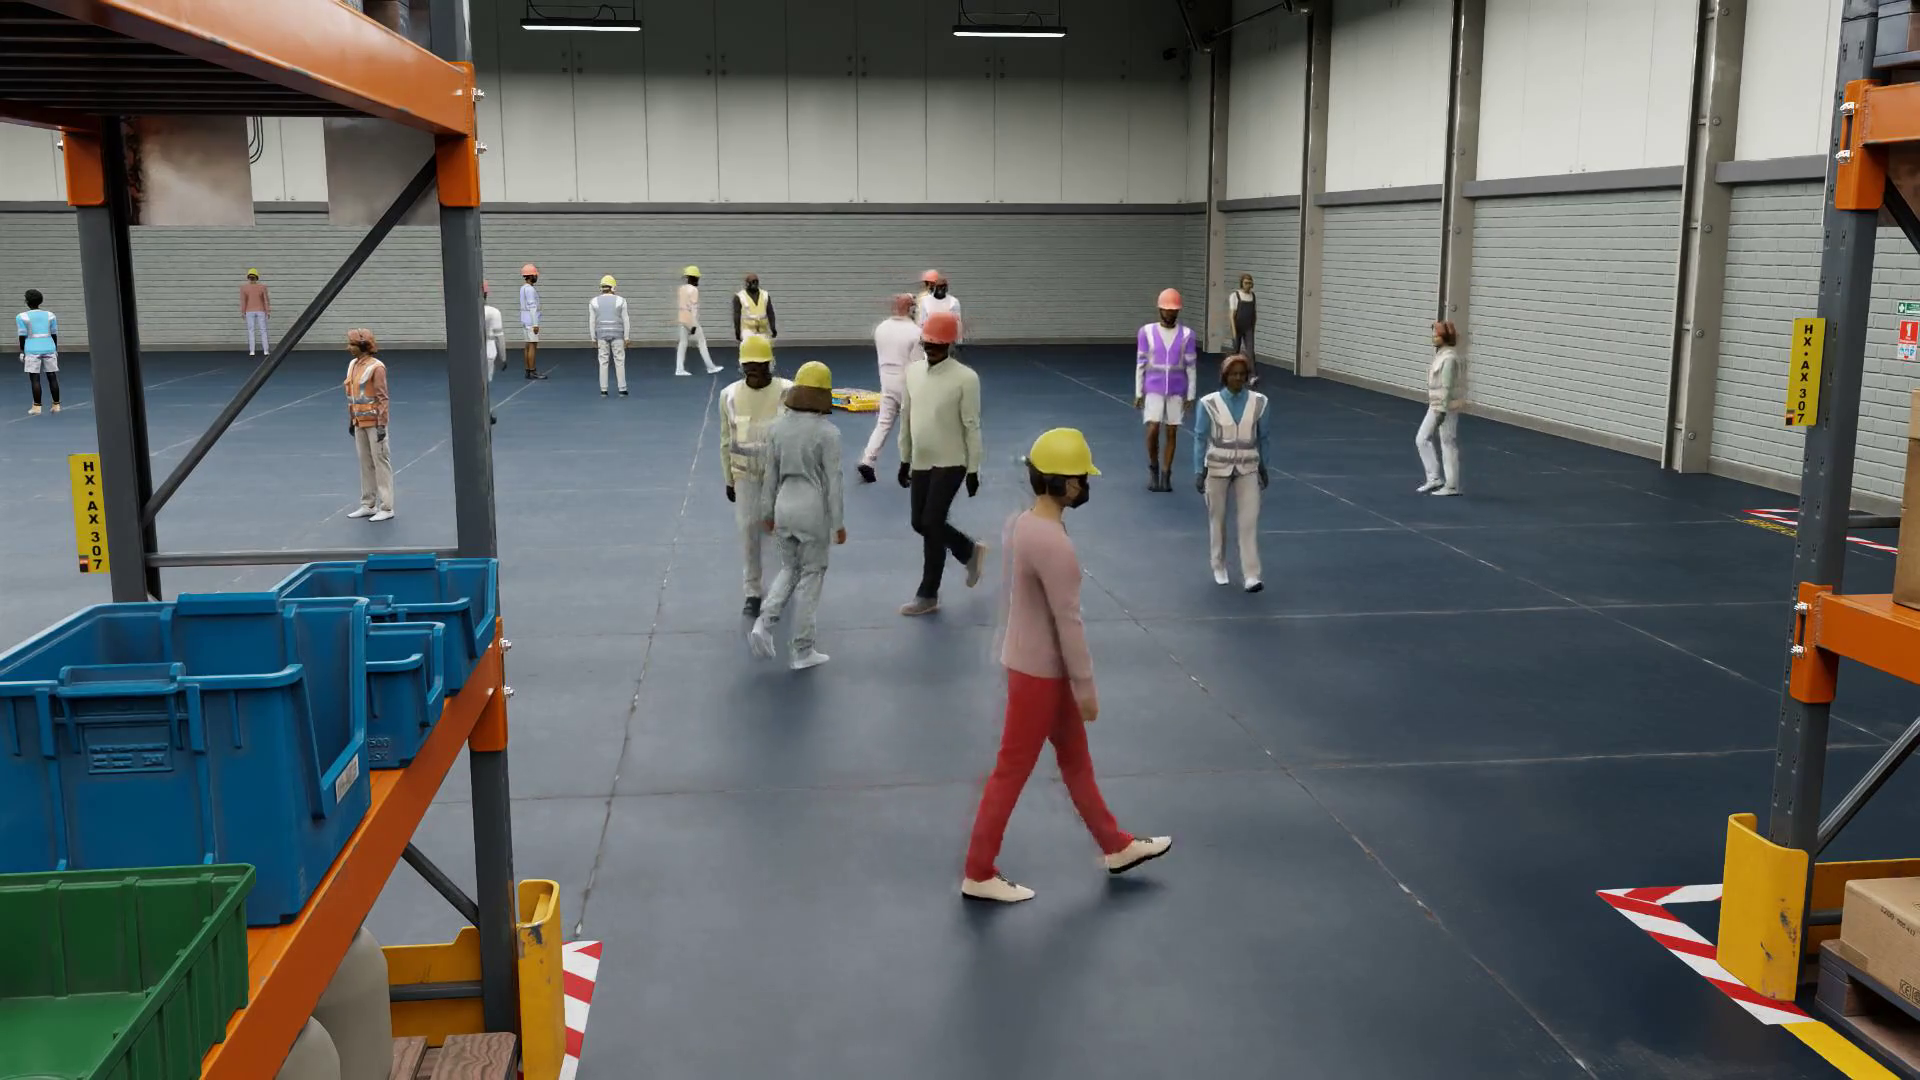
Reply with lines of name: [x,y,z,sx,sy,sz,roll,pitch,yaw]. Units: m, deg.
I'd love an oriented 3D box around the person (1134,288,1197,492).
person: [1.938,-1.391,15.622,0.580,1.919,0.530,0,10,1]

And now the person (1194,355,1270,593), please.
person: [1.854,-0.438,11.244,0.543,1.597,0.832,0,10,-1]

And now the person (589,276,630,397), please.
person: [-5.265,-3.061,25.055,0.586,1.823,0.403,-1,10,-3]

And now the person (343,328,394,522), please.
person: [-5.023,-0.977,14.135,0.513,1.637,0.313,9,14,40]

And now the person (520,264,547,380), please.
person: [-7.237,-3.682,28.131,0.351,1.942,0.545,-6,12,-28]

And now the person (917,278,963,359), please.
person: [-0.283,-2.874,24.056,0.653,1.807,0.788,-1,10,-5]

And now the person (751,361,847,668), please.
person: [-0.875,-0.125,9.225,0.506,1.724,0.460,7,12,33]

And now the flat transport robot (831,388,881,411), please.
flat transport robot: [-1.545,-1.994,23.458,0.652,0.197,1.431,-7,12,-33]

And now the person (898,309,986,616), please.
person: [-0.092,-0.517,10.751,0.625,1.951,0.773,9,14,41]

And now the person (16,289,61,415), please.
person: [-12.515,-2.541,22.579,0.348,1.695,0.549,7,13,35]

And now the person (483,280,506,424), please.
person: [-6.026,-2.337,20.917,0.555,1.896,0.984,0,10,2]

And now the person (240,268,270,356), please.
person: [-14.283,-4.613,33.716,0.533,1.767,0.326,-4,11,-22]

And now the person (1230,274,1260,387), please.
person: [4.594,-3.367,26.797,0.508,1.789,0.974,-2,10,-9]

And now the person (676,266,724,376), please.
person: [-4.578,-3.799,28.932,0.919,1.890,0.591,-8,13,-38]

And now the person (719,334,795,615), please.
person: [-1.252,-0.459,10.868,0.622,1.792,0.865,1,10,5]

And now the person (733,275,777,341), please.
person: [-3.372,-3.458,27.338,0.639,1.793,0.979,-6,12,-29]

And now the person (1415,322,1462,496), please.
person: [4.441,-1.208,15.417,0.507,1.618,0.538,1,10,5]

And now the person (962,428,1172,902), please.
person: [0.397,0.461,6.014,0.878,1.724,0.551,-1,10,-7]

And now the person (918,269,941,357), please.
person: [-0.538,-3.080,24.883,0.634,1.923,0.547,3,11,14]

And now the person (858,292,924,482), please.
person: [-0.614,-1.503,16.400,0.646,1.870,0.943,8,13,37]
